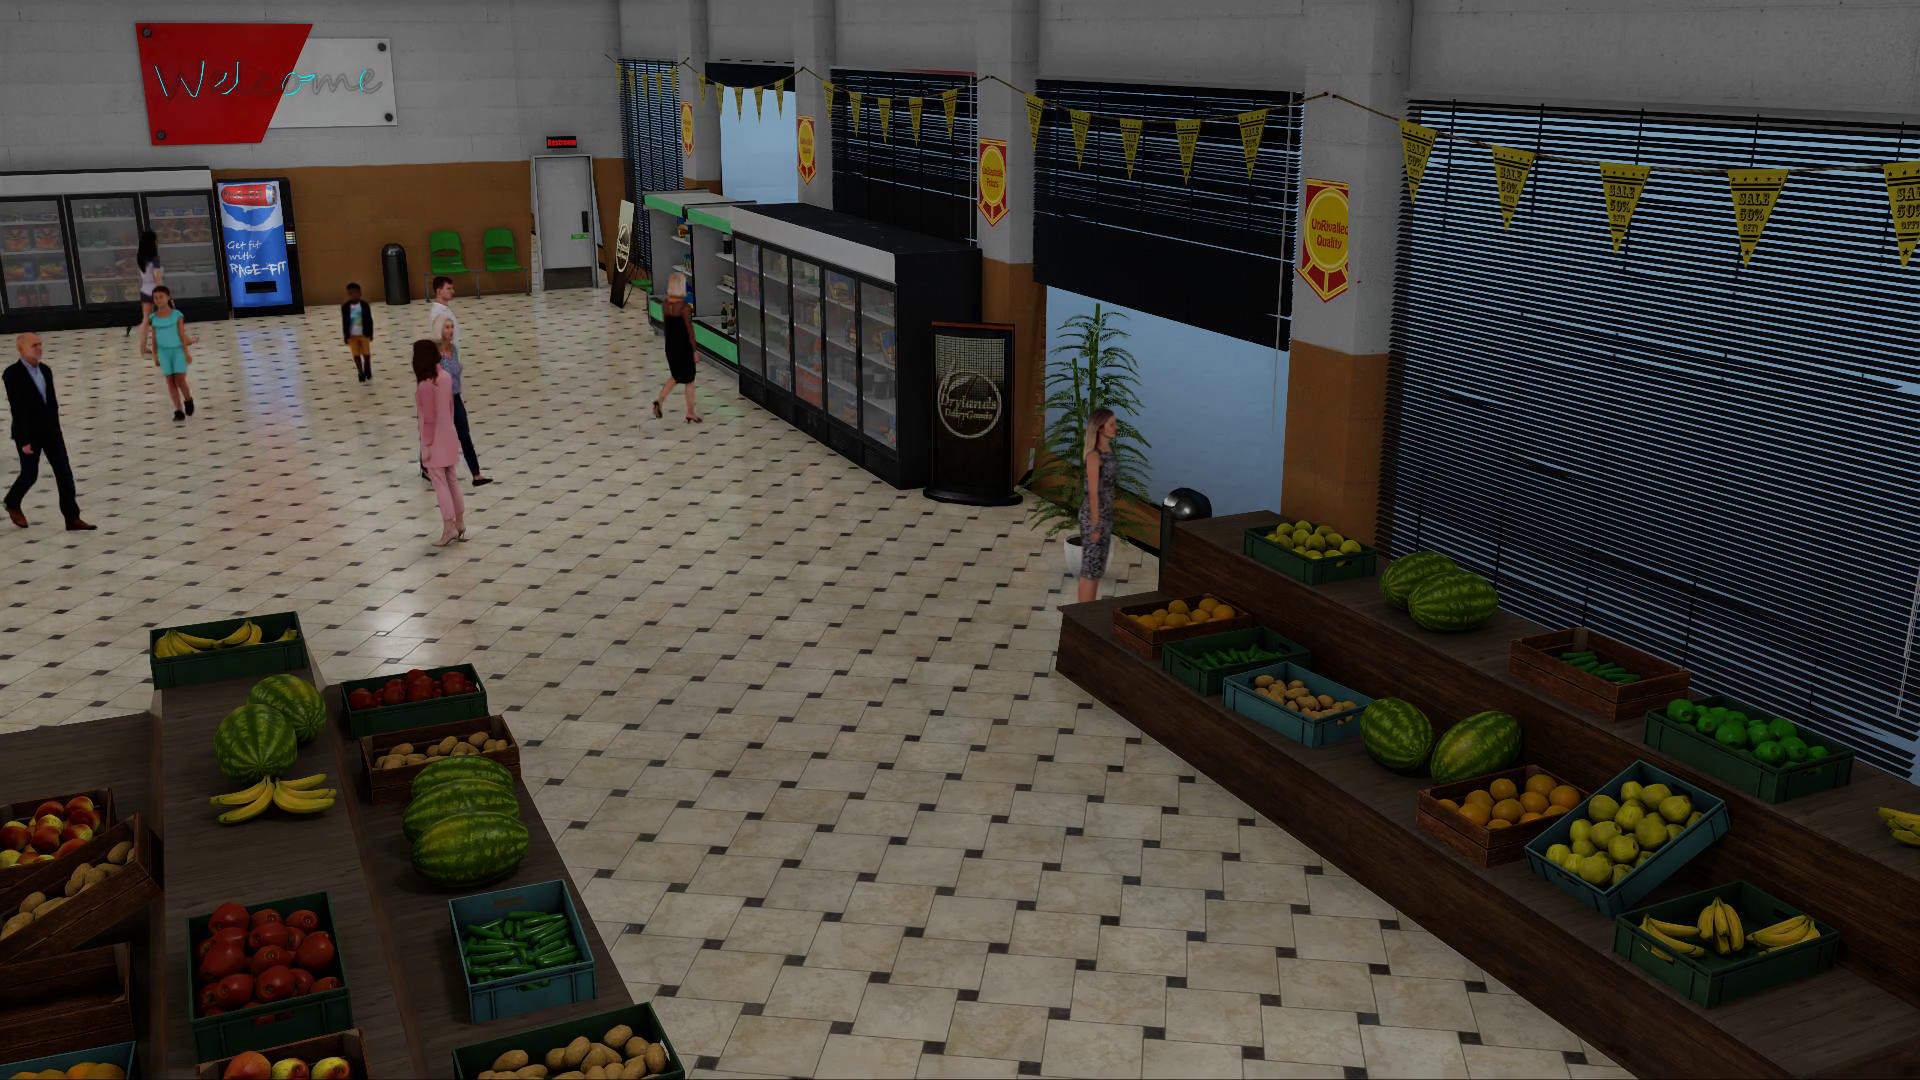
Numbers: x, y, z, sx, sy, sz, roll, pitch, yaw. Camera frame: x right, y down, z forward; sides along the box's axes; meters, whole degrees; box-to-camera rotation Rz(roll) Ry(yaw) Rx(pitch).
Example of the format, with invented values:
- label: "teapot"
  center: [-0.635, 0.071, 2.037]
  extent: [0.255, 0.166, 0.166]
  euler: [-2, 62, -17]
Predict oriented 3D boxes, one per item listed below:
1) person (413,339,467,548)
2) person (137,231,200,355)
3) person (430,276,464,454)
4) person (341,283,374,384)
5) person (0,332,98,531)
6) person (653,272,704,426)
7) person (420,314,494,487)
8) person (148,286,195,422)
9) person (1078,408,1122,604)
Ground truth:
- label: "person"
  center: [-4.479, -0.838, 14.329]
  extent: [0.753, 1.800, 0.667]
  euler: [4, 17, 13]
- label: "person"
  center: [-11.170, -3.370, 22.897]
  extent: [1.092, 1.667, 1.048]
  euler: [9, 19, 28]
- label: "person"
  center: [-5.451, -1.867, 17.627]
  extent: [0.738, 1.852, 0.525]
  euler: [-5, 18, -17]
- label: "person"
  center: [-7.682, -2.649, 21.217]
  extent: [0.552, 1.263, 0.608]
  euler: [-6, 18, -18]
- label: "person"
  center: [-8.198, -0.929, 14.670]
  extent: [1.220, 1.776, 1.144]
  euler: [6, 18, 20]
- label: "person"
  center: [-3.195, -2.115, 18.652]
  extent: [0.908, 1.732, 0.881]
  euler: [14, 22, 38]
- label: "person"
  center: [-5.075, -1.316, 16.138]
  extent: [1.201, 1.663, 0.968]
  euler: [11, 20, 32]
- label: "person"
  center: [-9.007, -2.149, 19.071]
  extent: [0.680, 1.552, 0.741]
  euler: [0, 17, -1]
- label: "person"
  center: [0.995, -0.134, 12.177]
  extent: [0.694, 1.704, 0.629]
  euler: [5, 18, 17]
